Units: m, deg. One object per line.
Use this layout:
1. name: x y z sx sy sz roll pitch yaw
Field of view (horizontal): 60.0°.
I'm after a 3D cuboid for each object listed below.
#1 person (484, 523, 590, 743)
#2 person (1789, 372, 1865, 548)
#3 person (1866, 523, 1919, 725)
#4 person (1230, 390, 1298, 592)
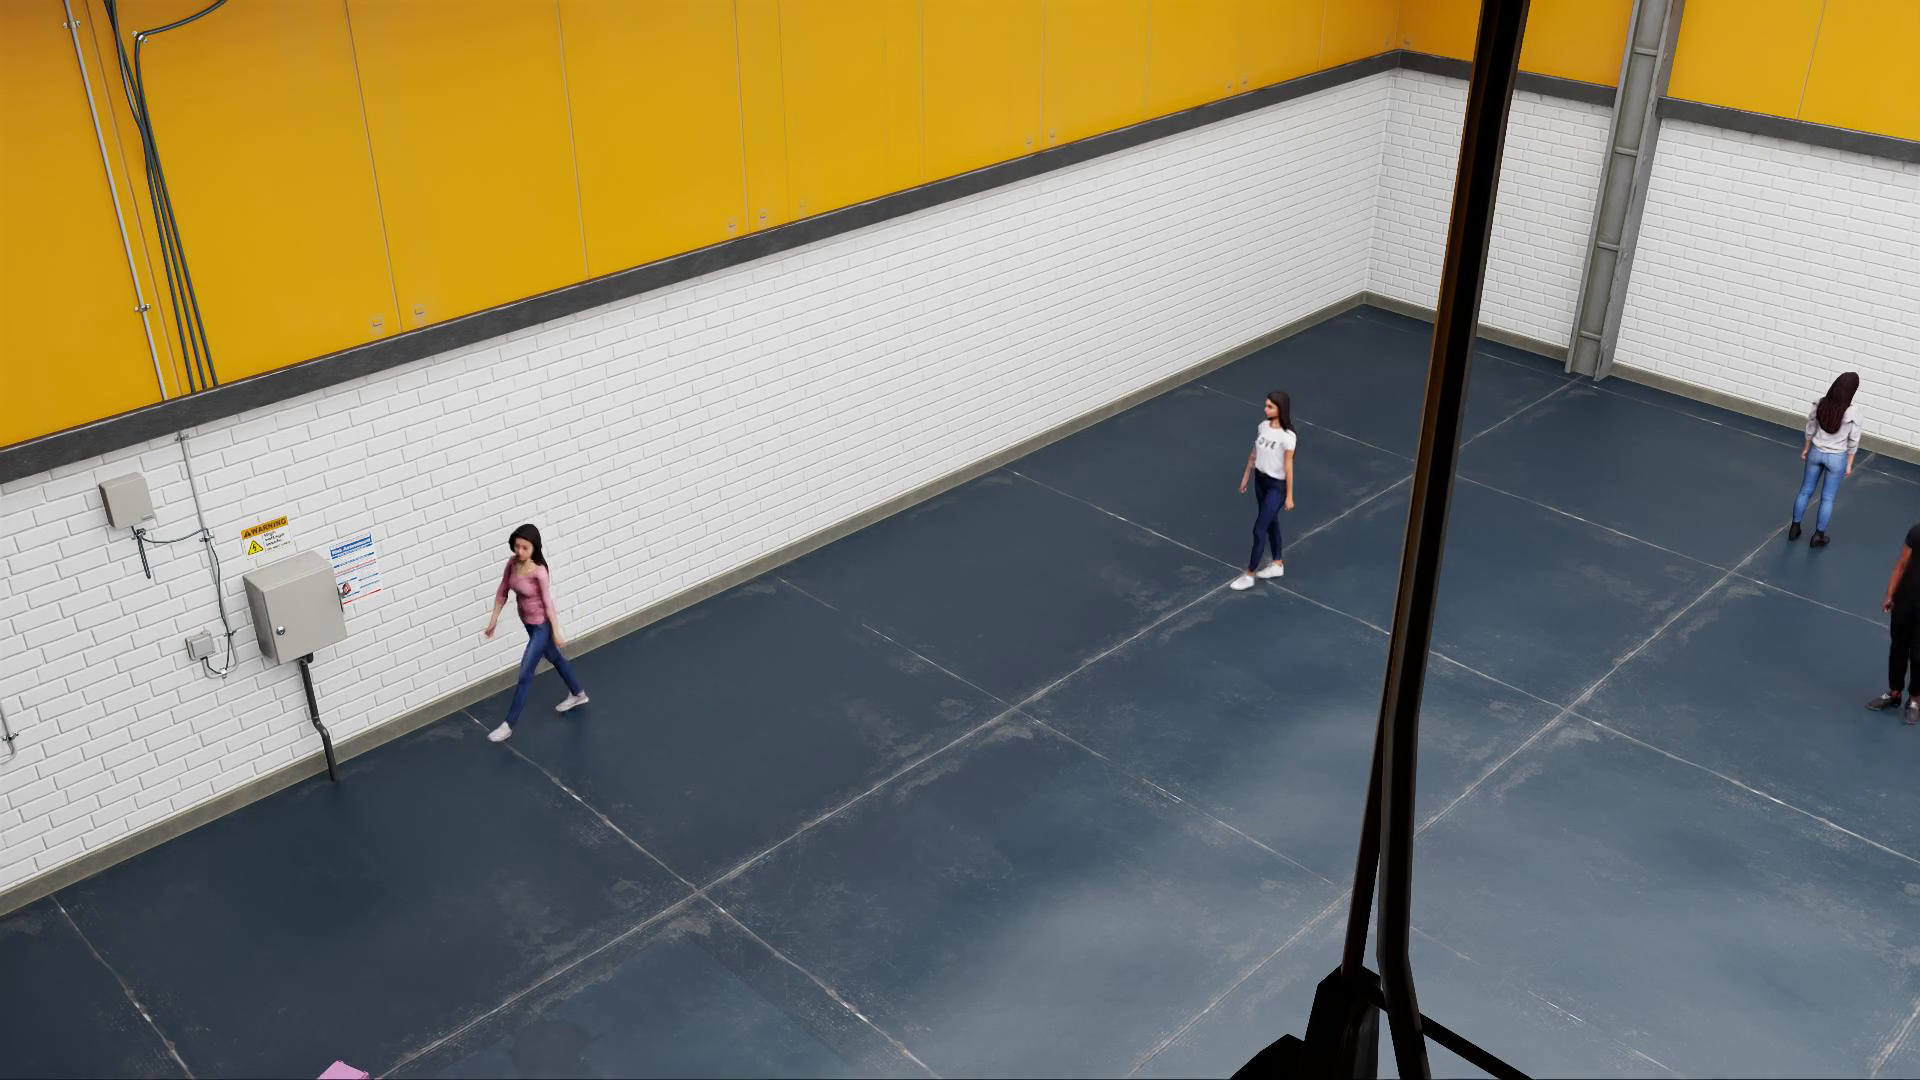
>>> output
1. person: -3.025 0.613 12.152 0.732 1.701 1.035 -23 36 -35
2. person: 7.647 -0.721 14.668 0.672 1.633 0.457 -23 36 -35
3. person: 7.066 0.498 12.273 0.779 1.786 0.550 -10 30 -18
4. person: 2.700 -0.443 14.029 0.855 1.757 0.878 -13 31 -22
